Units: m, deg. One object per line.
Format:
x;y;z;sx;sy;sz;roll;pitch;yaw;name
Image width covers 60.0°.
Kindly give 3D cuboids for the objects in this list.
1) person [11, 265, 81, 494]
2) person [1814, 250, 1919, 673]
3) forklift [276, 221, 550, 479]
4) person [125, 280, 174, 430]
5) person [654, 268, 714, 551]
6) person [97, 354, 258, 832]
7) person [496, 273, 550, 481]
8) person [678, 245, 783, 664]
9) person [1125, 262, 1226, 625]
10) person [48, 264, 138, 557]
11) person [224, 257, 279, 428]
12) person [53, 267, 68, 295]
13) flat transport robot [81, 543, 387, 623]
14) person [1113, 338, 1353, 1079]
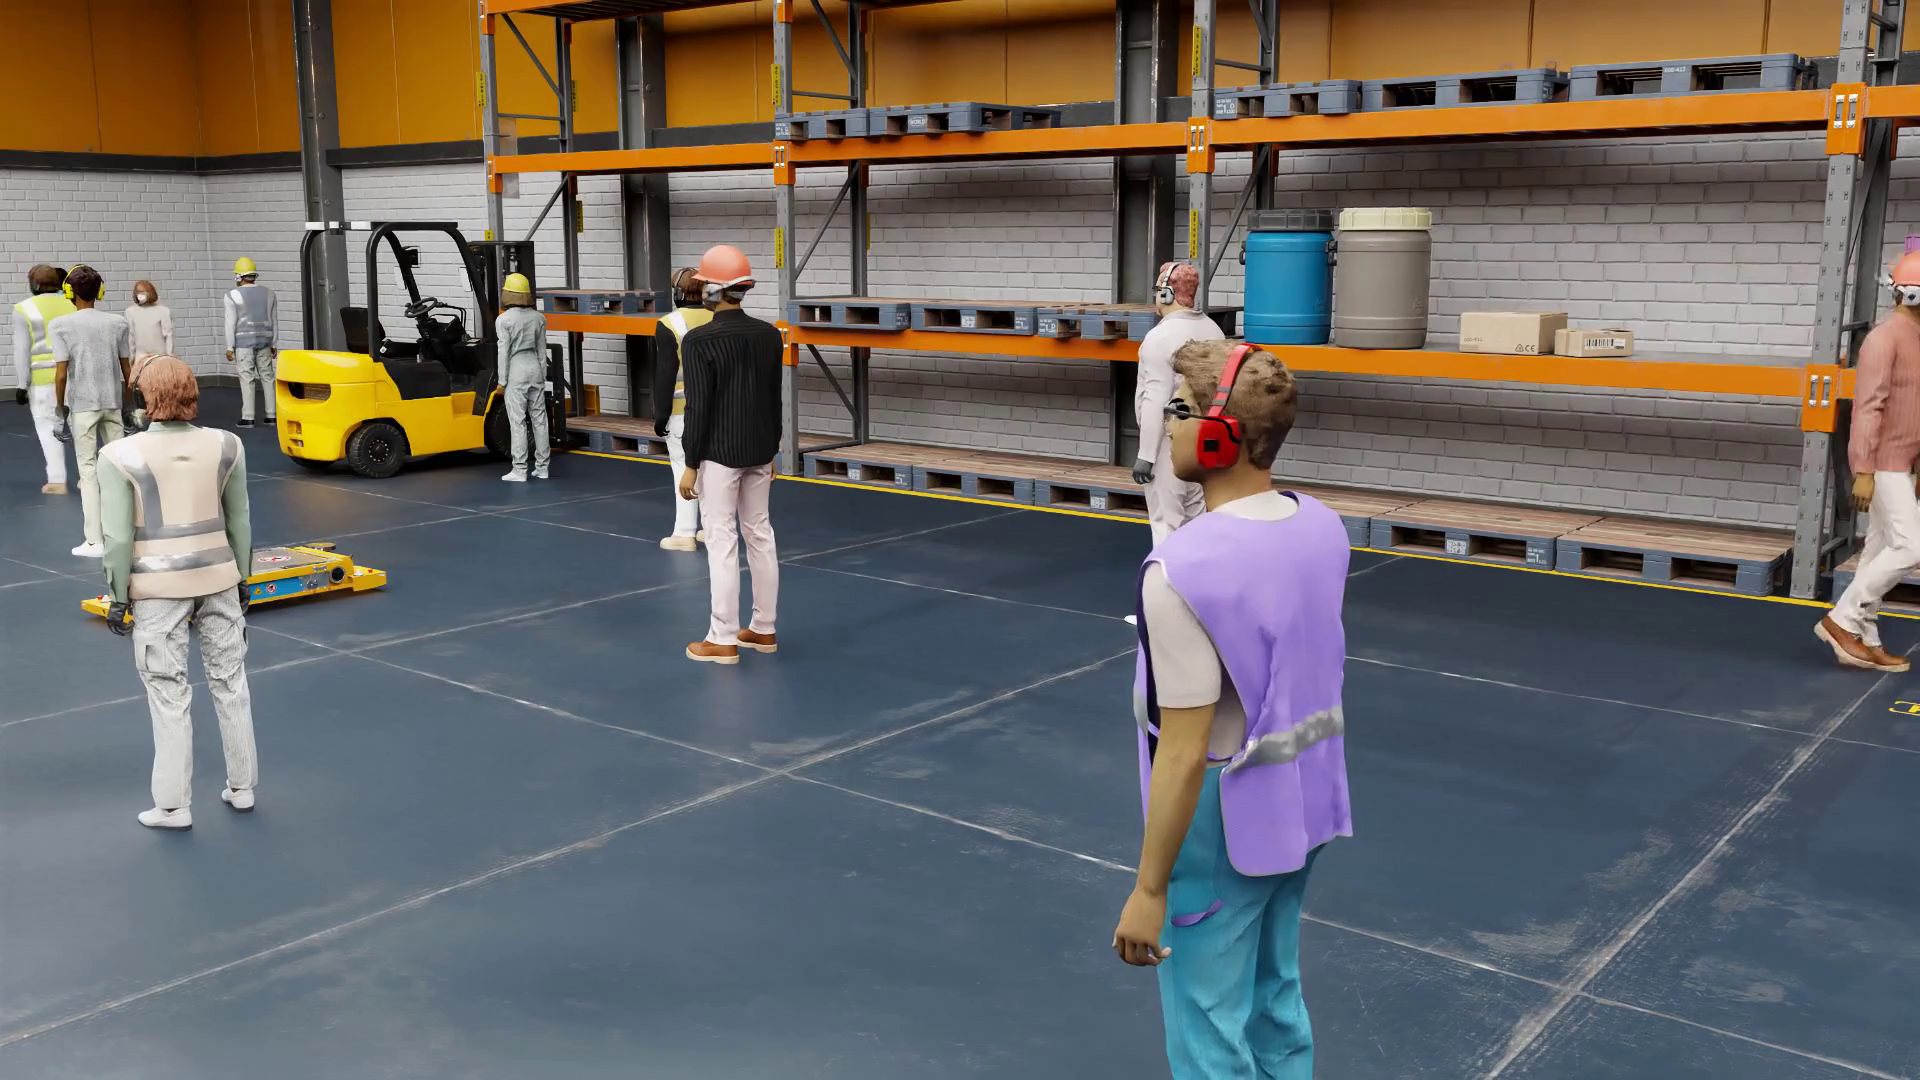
-7.245;-1.277;13.337;0.436;1.826;0.641;7;12;34;person
4.346;-0.346;7.711;0.638;1.977;0.442;-10;14;-43;person
-4.922;-1.741;14.854;1.214;2.155;2.313;8;13;38;forklift
-8.678;-1.977;17.814;0.522;1.581;0.843;-1;10;-3;person
-1.759;-0.852;10.907;0.429;1.844;0.626;8;13;38;person
-2.675;0.183;5.730;0.308;1.641;0.517;8;13;38;person
-3.697;-1.367;14.025;0.287;1.746;0.488;8;13;38;person
-1.099;-0.406;7.998;0.374;1.997;0.614;8;13;38;person
1.113;-0.491;8.727;0.408;1.908;0.644;8;13;38;person
-5.553;-0.824;10.668;0.326;1.871;0.520;8;13;38;person
-7.669;-2.130;18.002;0.404;1.836;0.594;8;13;38;person
-10.712;-2.400;19.885;0.318;1.696;0.537;8;13;38;person
-4.015;0.231;9.258;0.652;0.197;1.431;8;13;38;flat transport robot
0.505;0.560;3.054;0.387;1.849;0.566;8;13;38;person
